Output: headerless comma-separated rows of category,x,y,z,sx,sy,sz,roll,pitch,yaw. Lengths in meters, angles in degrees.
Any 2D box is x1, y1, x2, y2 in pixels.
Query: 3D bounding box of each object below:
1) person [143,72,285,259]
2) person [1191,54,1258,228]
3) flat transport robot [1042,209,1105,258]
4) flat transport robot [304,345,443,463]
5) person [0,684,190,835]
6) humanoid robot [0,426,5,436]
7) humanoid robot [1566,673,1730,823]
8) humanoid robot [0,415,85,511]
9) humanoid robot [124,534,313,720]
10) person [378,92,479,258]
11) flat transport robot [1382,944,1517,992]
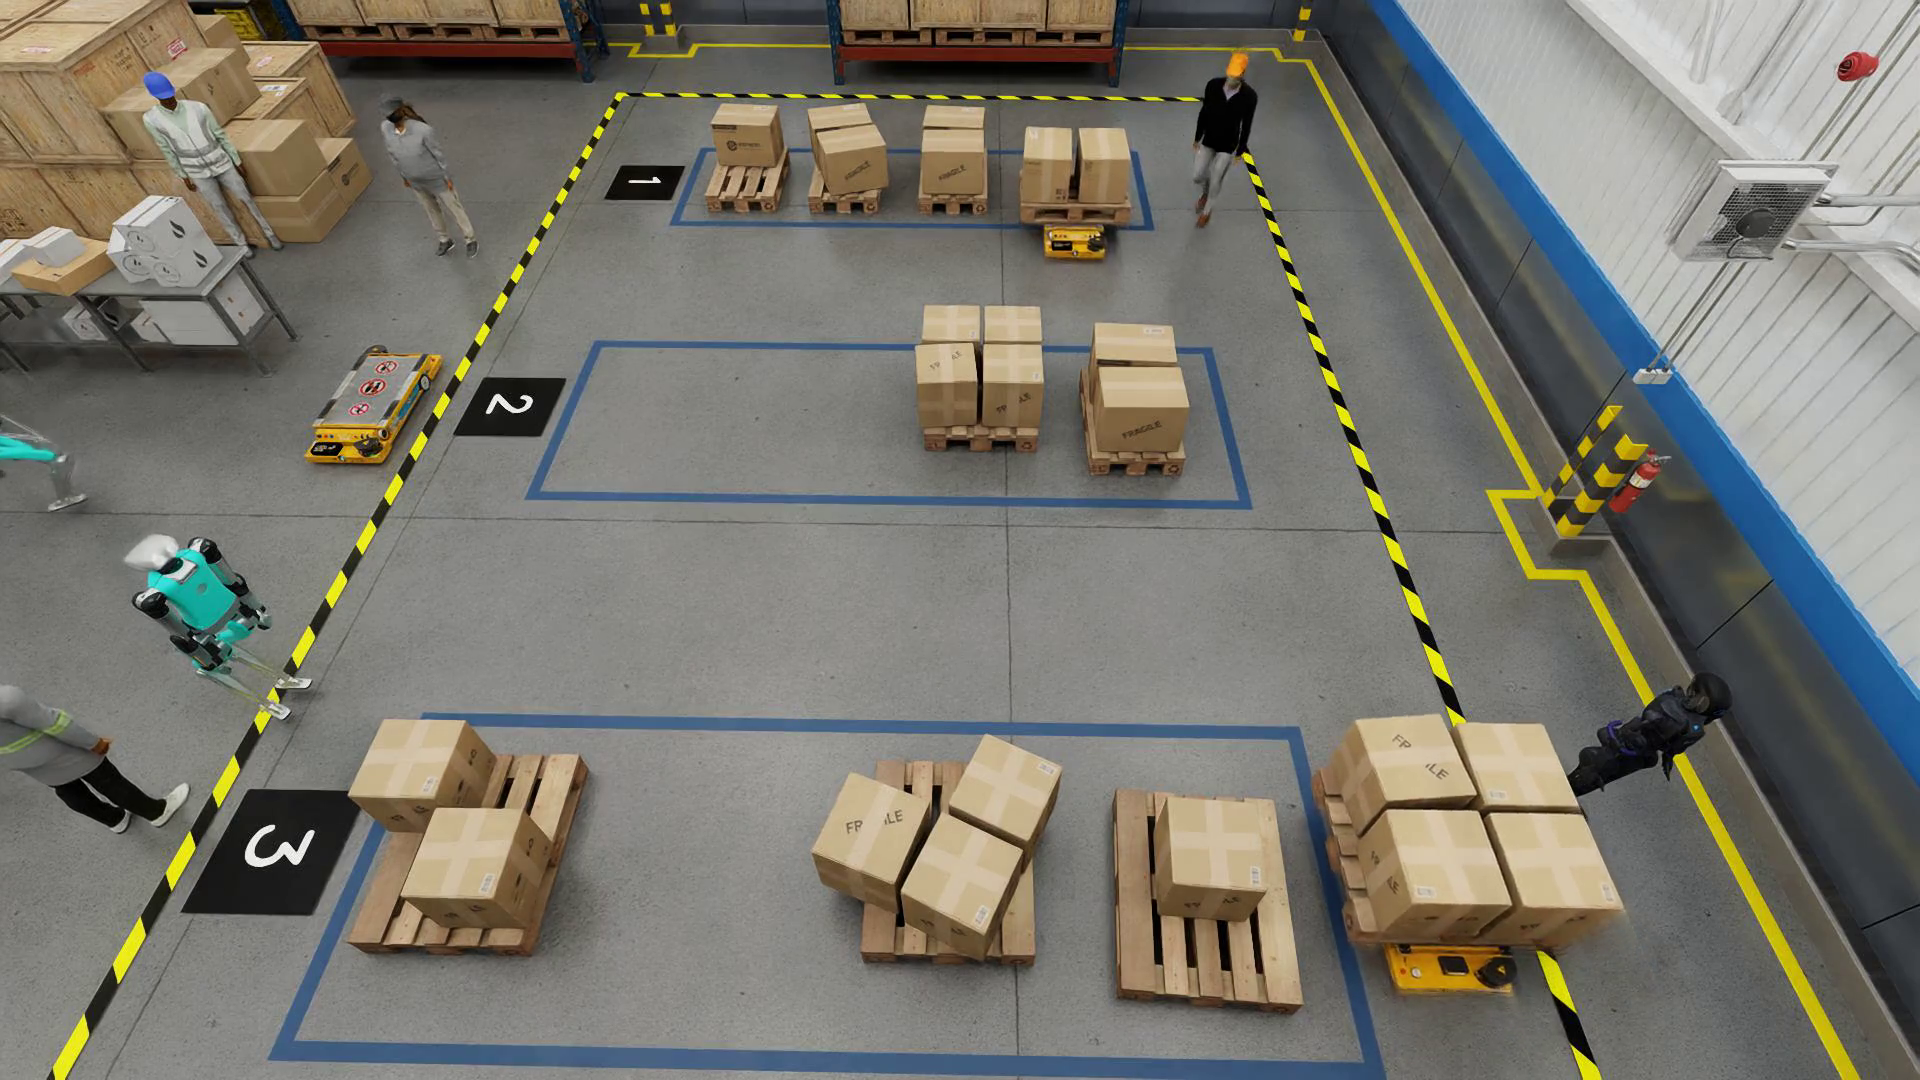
person,-7.824,-3.886,9.564,0.602,1.939,0.412,-31,56,-24
person,2.810,-4.301,9.954,0.606,1.873,0.419,26,54,20
flat transport robot,1.277,-3.718,10.495,0.652,0.197,1.431,1,50,1
flat transport robot,-5.383,-1.269,8.441,0.659,0.231,1.431,1,50,1
person,-5.340,1.173,5.338,0.592,1.849,0.395,-5,50,-4
humanoid robot,-8.420,-1.246,7.496,0.310,1.658,0.609,24,54,19
humanoid robot,3.925,1.262,5.369,0.599,1.654,0.315,-7,50,-6
humanoid robot,-7.464,-0.821,7.114,0.829,1.777,0.534,-14,51,-12
humanoid robot,-4.836,0.545,5.854,0.735,1.681,0.533,9,50,8
person,-5.583,-3.810,9.610,0.561,1.763,0.401,4,50,3
flat transport robot,2.842,1.992,5.663,0.652,0.197,1.431,1,50,1
